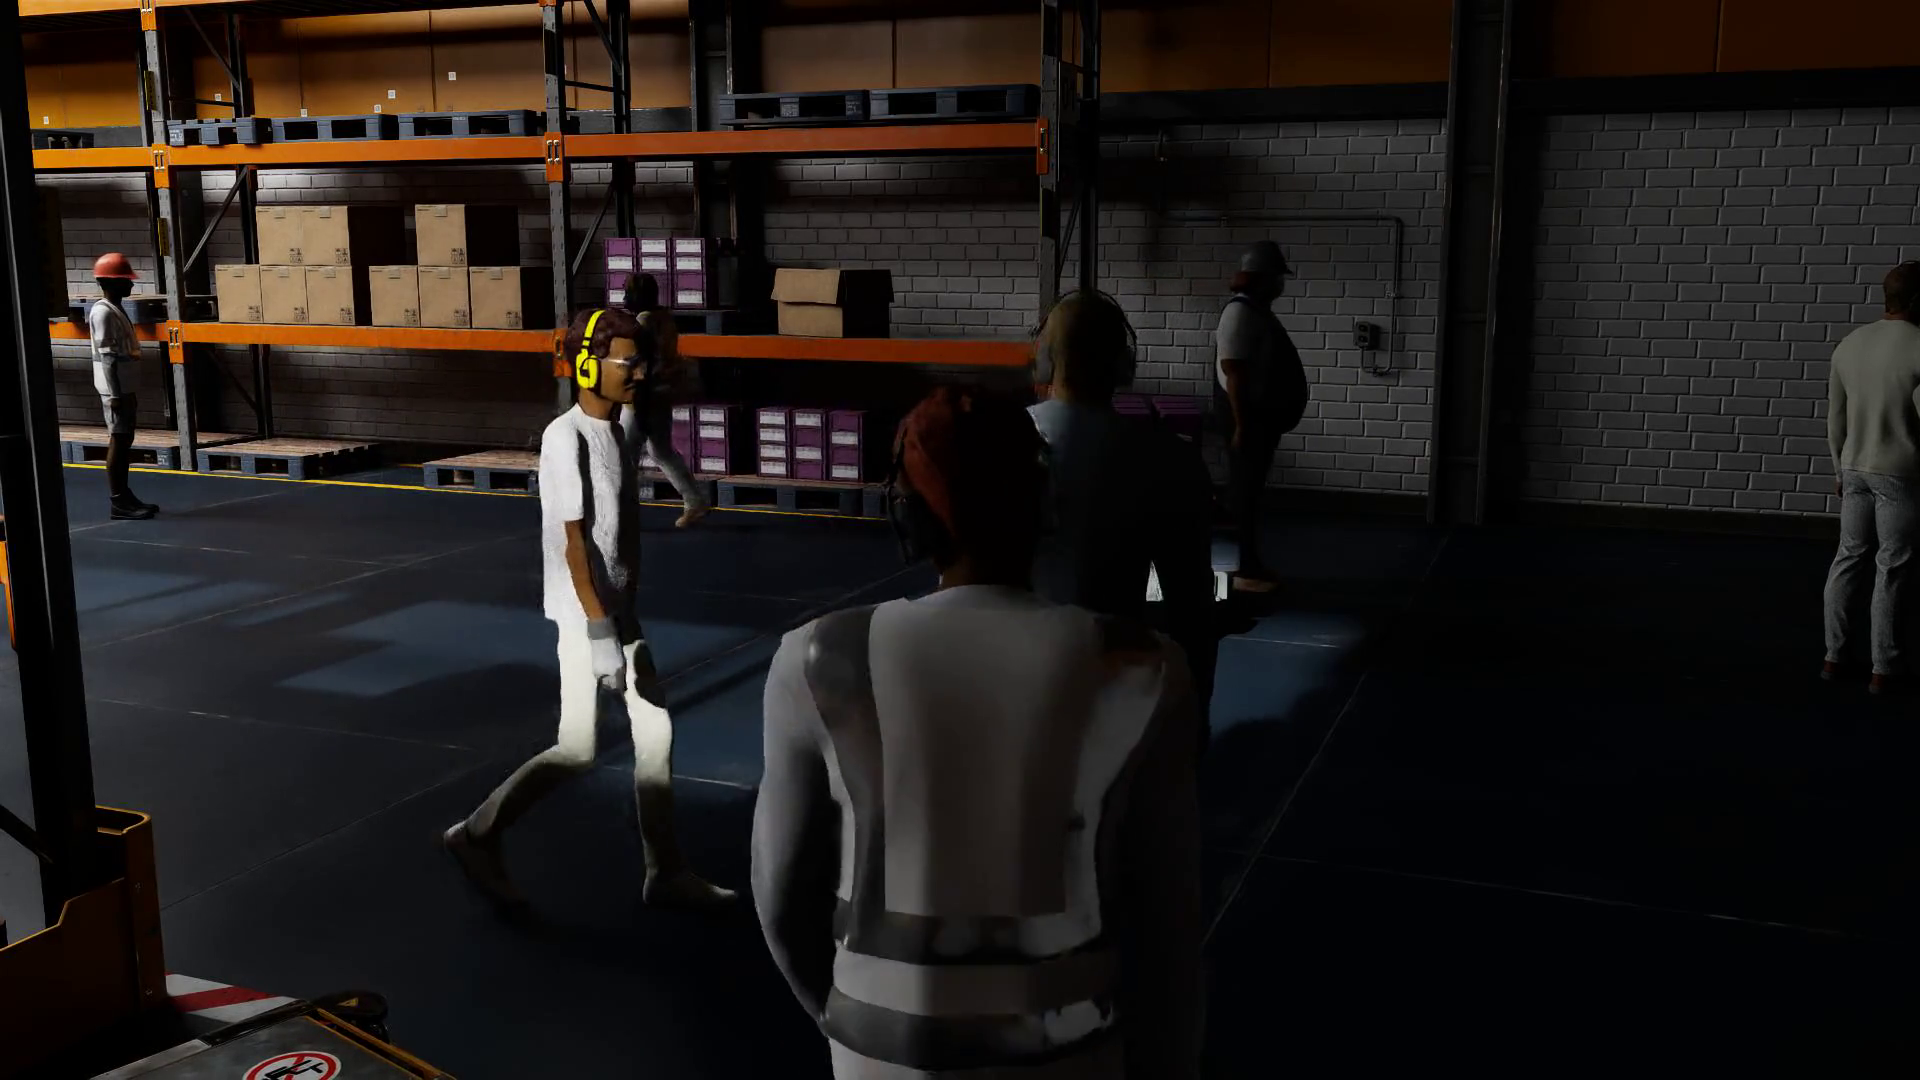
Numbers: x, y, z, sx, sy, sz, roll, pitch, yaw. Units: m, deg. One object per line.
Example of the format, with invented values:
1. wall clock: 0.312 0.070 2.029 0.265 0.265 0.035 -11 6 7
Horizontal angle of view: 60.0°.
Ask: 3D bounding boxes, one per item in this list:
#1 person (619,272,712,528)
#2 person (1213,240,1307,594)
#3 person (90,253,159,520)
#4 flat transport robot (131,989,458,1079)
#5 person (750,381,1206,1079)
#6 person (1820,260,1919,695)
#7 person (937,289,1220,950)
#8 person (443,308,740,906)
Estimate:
1. person: -2.168 -0.956 11.619 0.793 1.817 0.631 2 10 12
2. person: 1.751 -0.726 9.707 0.535 2.000 0.680 3 11 17
3. person: -6.119 -1.116 12.161 0.356 1.936 0.551 -3 11 -17
4. flat transport robot: -1.677 1.301 3.344 0.652 0.197 1.431 8 13 39
5. person: 0.026 0.720 2.210 0.595 1.840 0.617 0 10 1
6. person: 4.183 -0.277 7.486 0.368 1.939 0.632 -3 11 -18
7. person: 0.309 0.357 4.046 0.649 1.903 0.905 3 11 18
8. person: -1.136 0.228 4.972 0.828 1.844 0.495 2 10 11
